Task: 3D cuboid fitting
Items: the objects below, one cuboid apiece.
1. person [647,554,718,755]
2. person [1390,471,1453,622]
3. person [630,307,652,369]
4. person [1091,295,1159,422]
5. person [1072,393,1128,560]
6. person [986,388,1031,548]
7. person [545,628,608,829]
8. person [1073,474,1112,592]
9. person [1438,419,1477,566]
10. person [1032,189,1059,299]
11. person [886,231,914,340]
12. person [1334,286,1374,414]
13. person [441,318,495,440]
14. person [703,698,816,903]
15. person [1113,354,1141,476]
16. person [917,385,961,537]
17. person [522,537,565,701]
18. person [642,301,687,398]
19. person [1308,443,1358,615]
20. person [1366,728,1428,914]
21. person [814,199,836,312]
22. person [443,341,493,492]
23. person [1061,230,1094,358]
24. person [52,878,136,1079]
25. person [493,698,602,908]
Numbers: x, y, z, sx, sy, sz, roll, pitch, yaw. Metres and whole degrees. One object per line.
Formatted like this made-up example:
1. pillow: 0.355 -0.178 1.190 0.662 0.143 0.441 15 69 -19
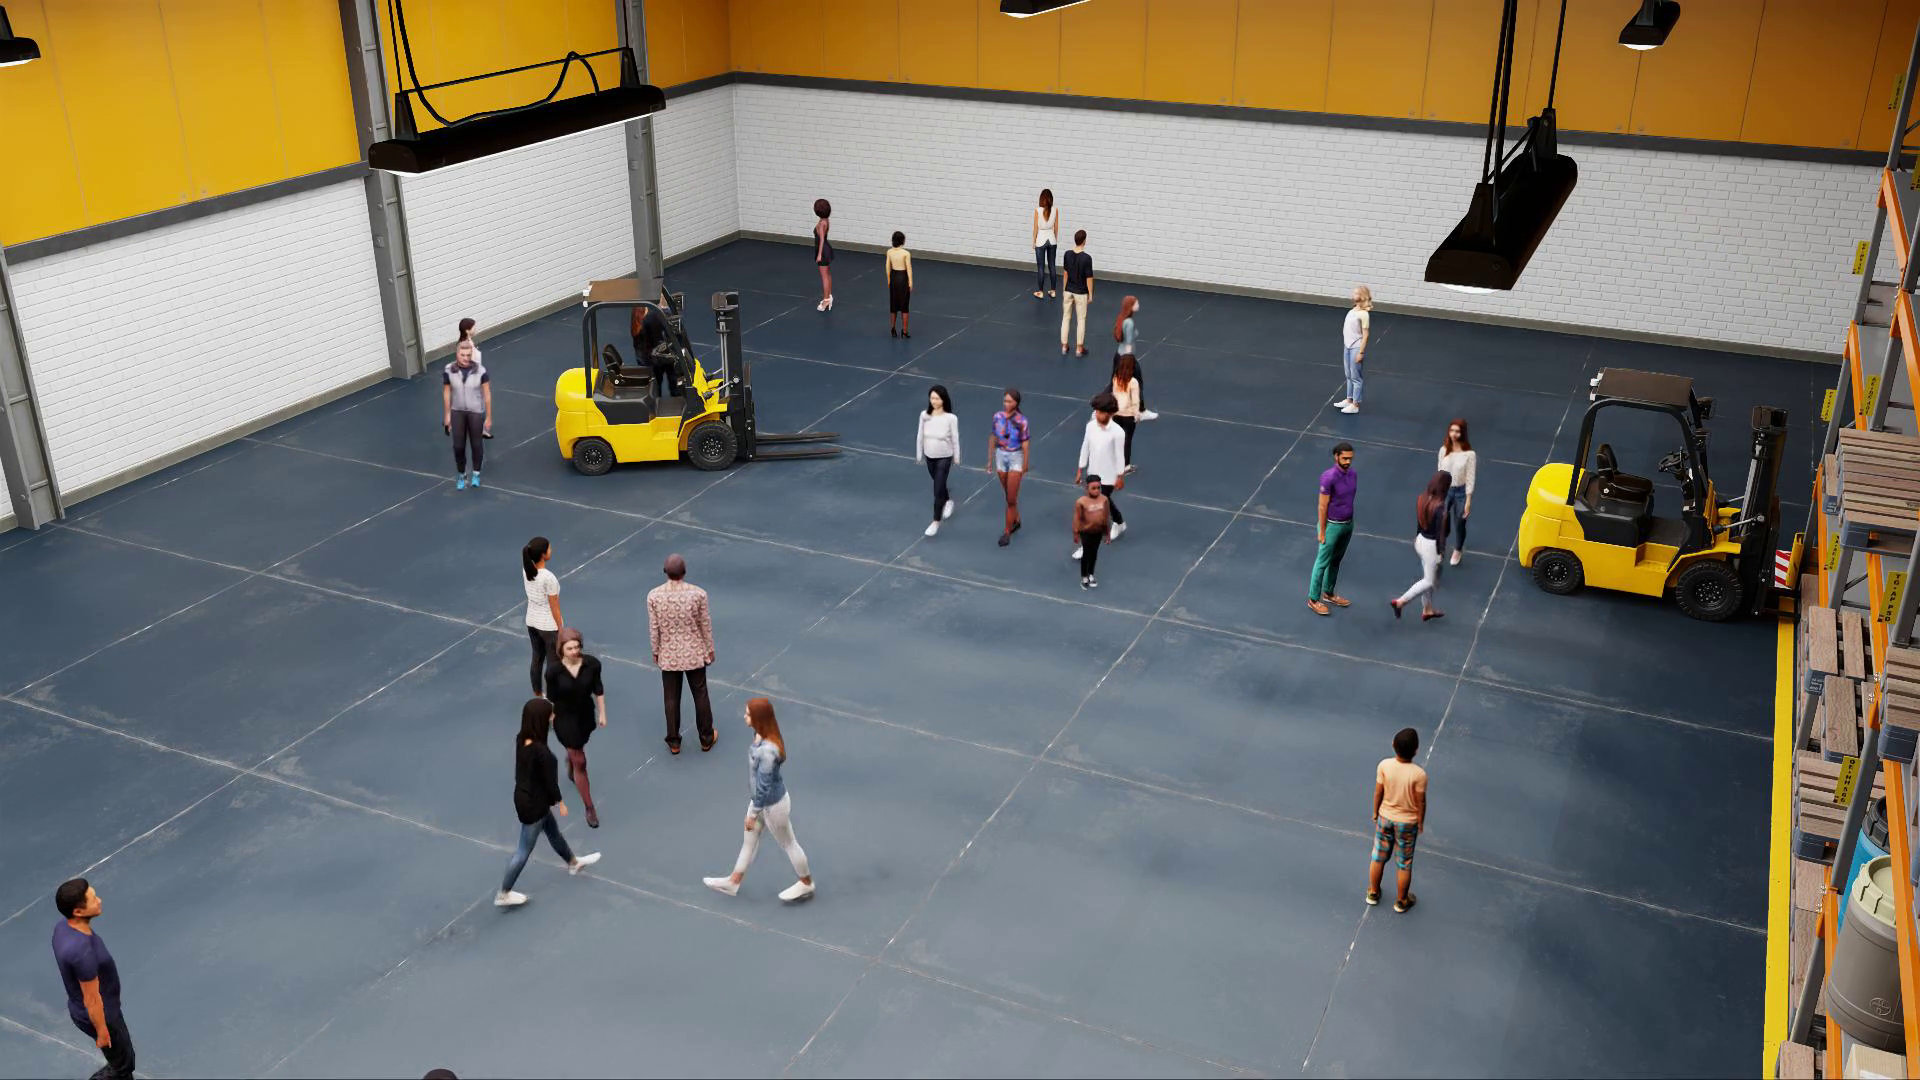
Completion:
1. person: -2.332 0.955 13.989 0.772 1.808 0.775 -2 24 -5
2. person: 4.542 0.101 16.216 0.971 1.590 0.935 -7 24 -15
3. person: -4.211 -2.449 22.183 0.640 1.483 0.639 -18 30 -36
4. person: 2.070 -2.305 21.582 1.116 1.700 1.132 -5 24 -12
5. person: 1.587 -0.728 17.893 0.919 1.765 1.251 22 32 40
6. person: 0.582 -0.849 18.239 0.636 1.711 0.994 13 27 28
7. person: -3.065 1.402 13.159 1.101 1.654 1.063 -15 28 -30
8. person: 1.335 -0.120 17.153 0.610 1.245 0.671 -9 25 -19
9. person: 5.183 -0.451 17.350 0.652 1.693 1.128 14 27 29
10. person: 1.424 -4.879 27.368 0.657 1.782 0.709 -7 25 -16
11. person: -0.923 -3.877 25.238 0.567 1.653 0.511 10 26 22
12. person: 5.259 -2.536 22.084 0.773 1.723 0.684 -5 24 -11
13. person: -6.215 -1.968 20.896 0.996 1.632 0.833 -17 29 -34
14. person: -1.272 1.900 12.012 1.082 1.662 1.057 -6 24 -14
15. person: 1.985 -1.531 20.086 0.613 1.481 0.625 -20 30 -38
16. person: -0.197 -0.936 18.495 0.623 1.666 1.073 10 26 22
17. person: -3.672 0.746 14.676 0.598 1.641 0.566 18 29 35
18. person: -3.798 -2.302 21.508 0.984 1.754 1.048 1 24 3
19. person: 3.729 -0.145 16.559 0.637 1.767 0.758 -17 29 -34
20. person: 3.161 2.013 12.004 0.523 1.461 0.495 12 26 25
21. person: -2.181 -4.588 26.694 0.674 1.790 0.564 3 24 7
22. person: -5.782 -1.502 19.621 0.861 1.800 0.898 -4 24 -8
23. person: 1.698 -3.626 24.415 0.634 1.851 0.533 12 26 25
24. person: -5.170 2.803 9.803 1.037 1.776 0.893 -17 29 -34
25. person: -3.151 1.923 12.018 1.177 1.615 0.974 -18 29 -35
